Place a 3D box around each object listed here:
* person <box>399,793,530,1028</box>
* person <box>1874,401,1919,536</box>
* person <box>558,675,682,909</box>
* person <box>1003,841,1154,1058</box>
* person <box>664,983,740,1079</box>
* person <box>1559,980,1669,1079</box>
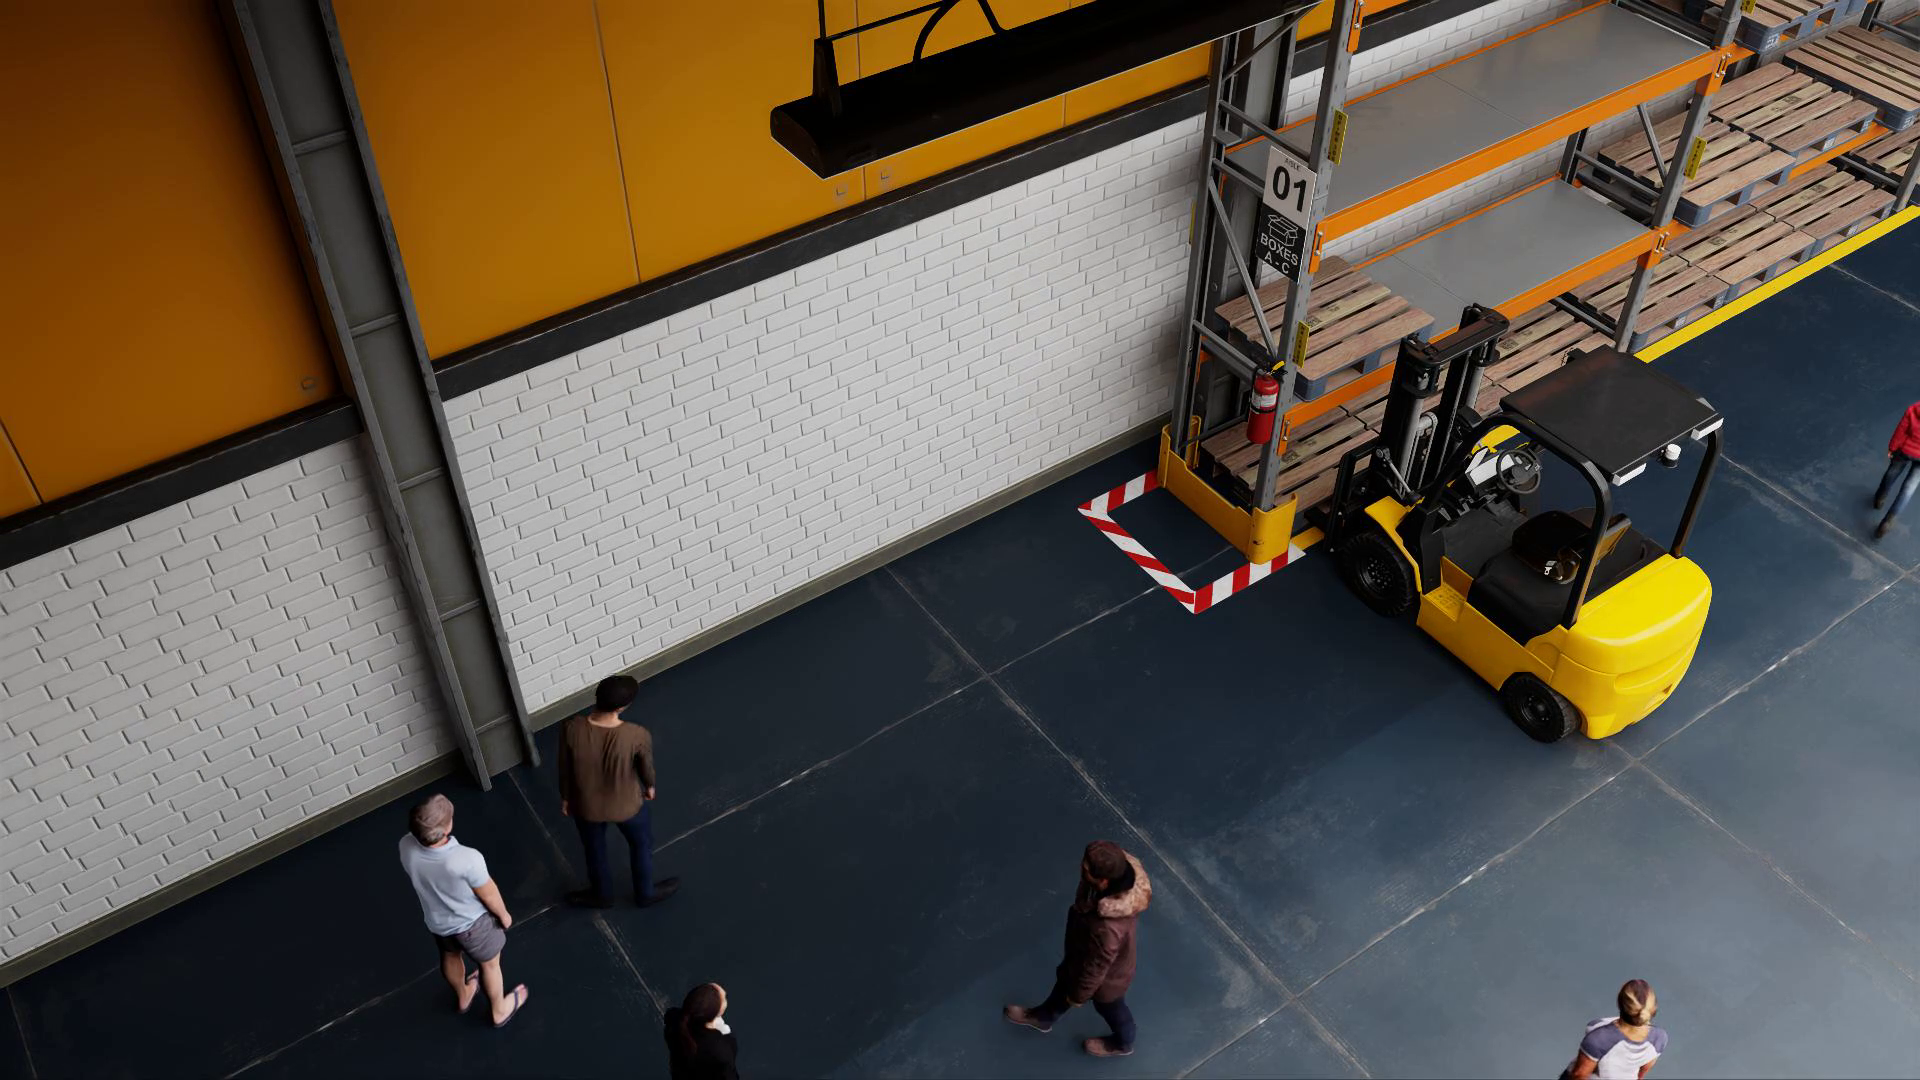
[{"bbox_3d":[-2.666,1.991,8.806,0.746,1.828,0.780,12,45,12],"label":"person"},{"bbox_3d":[6.836,-0.587,11.896,0.653,1.298,0.874,29,51,27],"label":"person"},{"bbox_3d":[-2.034,1.480,9.323,0.766,1.854,0.964,-13,45,-14],"label":"person"},{"bbox_3d":[0.819,2.163,8.630,1.153,1.822,1.068,2,44,2],"label":"person"},{"bbox_3d":[-1.308,2.754,8.150,0.838,1.628,1.096,29,51,27],"label":"person"},{"bbox_3d":[3.165,2.688,8.223,0.605,1.623,0.716,-3,44,-3],"label":"person"}]
